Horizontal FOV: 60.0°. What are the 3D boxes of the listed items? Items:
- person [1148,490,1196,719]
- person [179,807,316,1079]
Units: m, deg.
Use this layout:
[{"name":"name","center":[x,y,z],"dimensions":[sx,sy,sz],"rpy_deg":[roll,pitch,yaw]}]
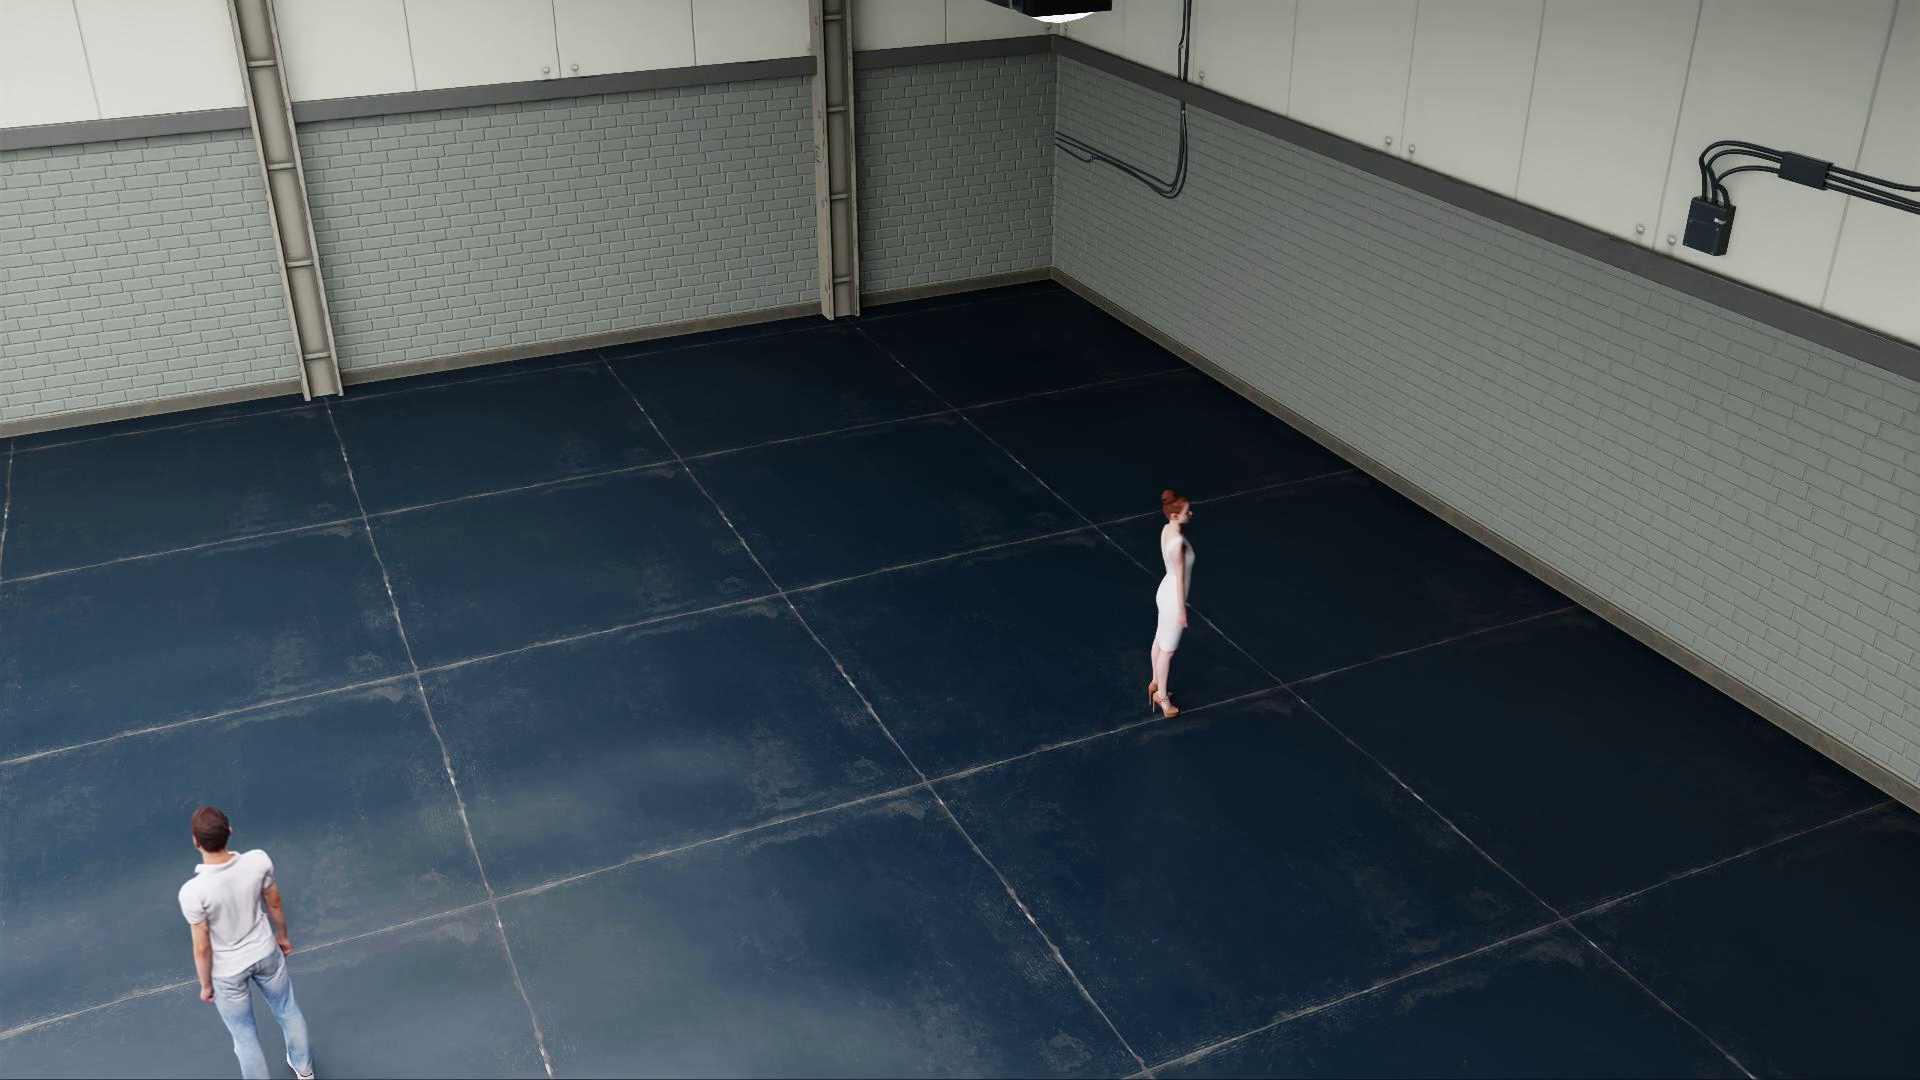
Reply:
[{"name":"person","center":[1.525,0.456,12.057],"dimensions":[0.600,1.791,0.631],"rpy_deg":[-1,27,-3]},{"name":"person","center":[-3.718,2.182,8.640],"dimensions":[0.798,1.851,0.658],"rpy_deg":[19,33,32]}]
